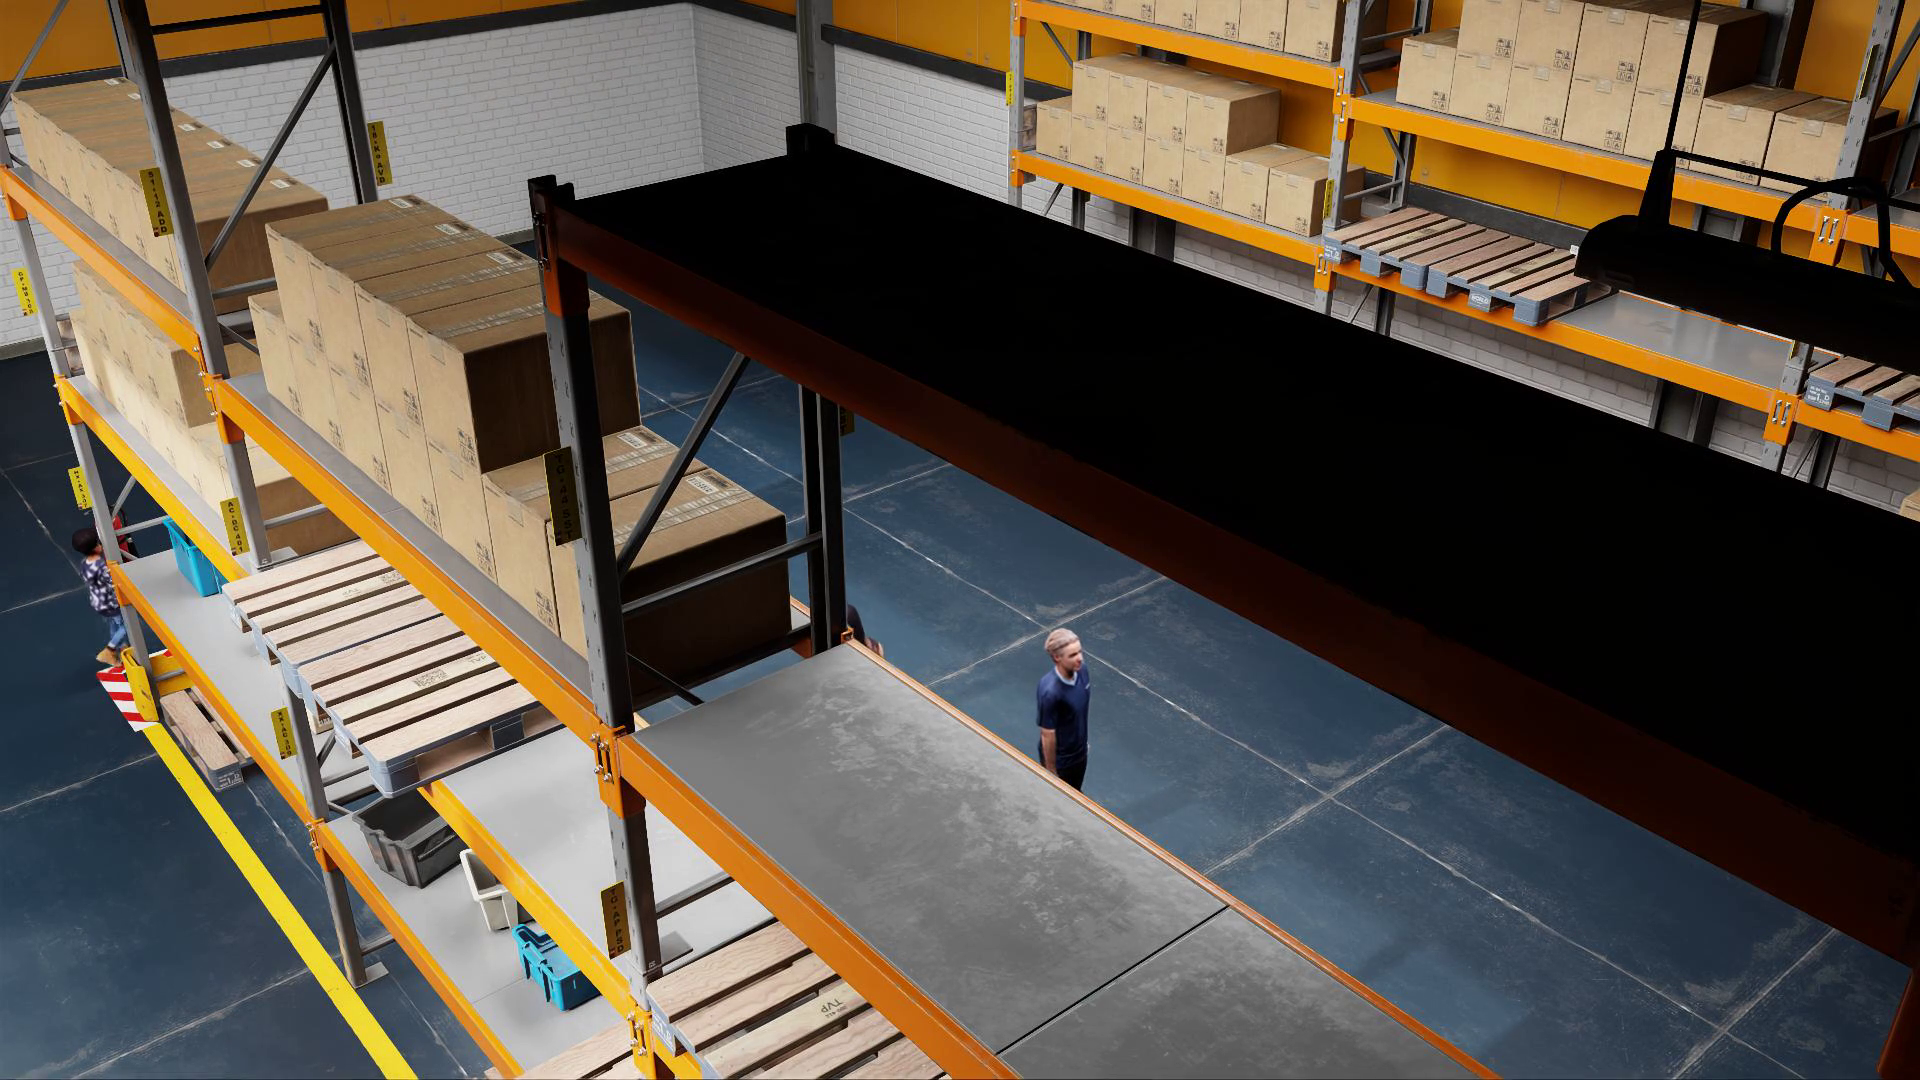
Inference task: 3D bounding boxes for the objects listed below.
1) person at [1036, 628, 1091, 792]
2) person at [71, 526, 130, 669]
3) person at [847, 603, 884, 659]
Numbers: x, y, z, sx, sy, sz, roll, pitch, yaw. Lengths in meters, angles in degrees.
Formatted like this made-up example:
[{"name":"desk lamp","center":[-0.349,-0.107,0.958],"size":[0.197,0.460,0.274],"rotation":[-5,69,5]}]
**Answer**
[{"name":"person","center":[0.666,1.397,10.918],"size":[0.642,1.871,0.713],"rotation":[18,33,30]},{"name":"person","center":[-6.830,0.479,13.253],"size":[0.661,1.245,0.674],"rotation":[16,32,26]},{"name":"person","center":[-0.698,1.245,11.378],"size":[0.749,1.696,0.969],"rotation":[-16,32,-27]}]
